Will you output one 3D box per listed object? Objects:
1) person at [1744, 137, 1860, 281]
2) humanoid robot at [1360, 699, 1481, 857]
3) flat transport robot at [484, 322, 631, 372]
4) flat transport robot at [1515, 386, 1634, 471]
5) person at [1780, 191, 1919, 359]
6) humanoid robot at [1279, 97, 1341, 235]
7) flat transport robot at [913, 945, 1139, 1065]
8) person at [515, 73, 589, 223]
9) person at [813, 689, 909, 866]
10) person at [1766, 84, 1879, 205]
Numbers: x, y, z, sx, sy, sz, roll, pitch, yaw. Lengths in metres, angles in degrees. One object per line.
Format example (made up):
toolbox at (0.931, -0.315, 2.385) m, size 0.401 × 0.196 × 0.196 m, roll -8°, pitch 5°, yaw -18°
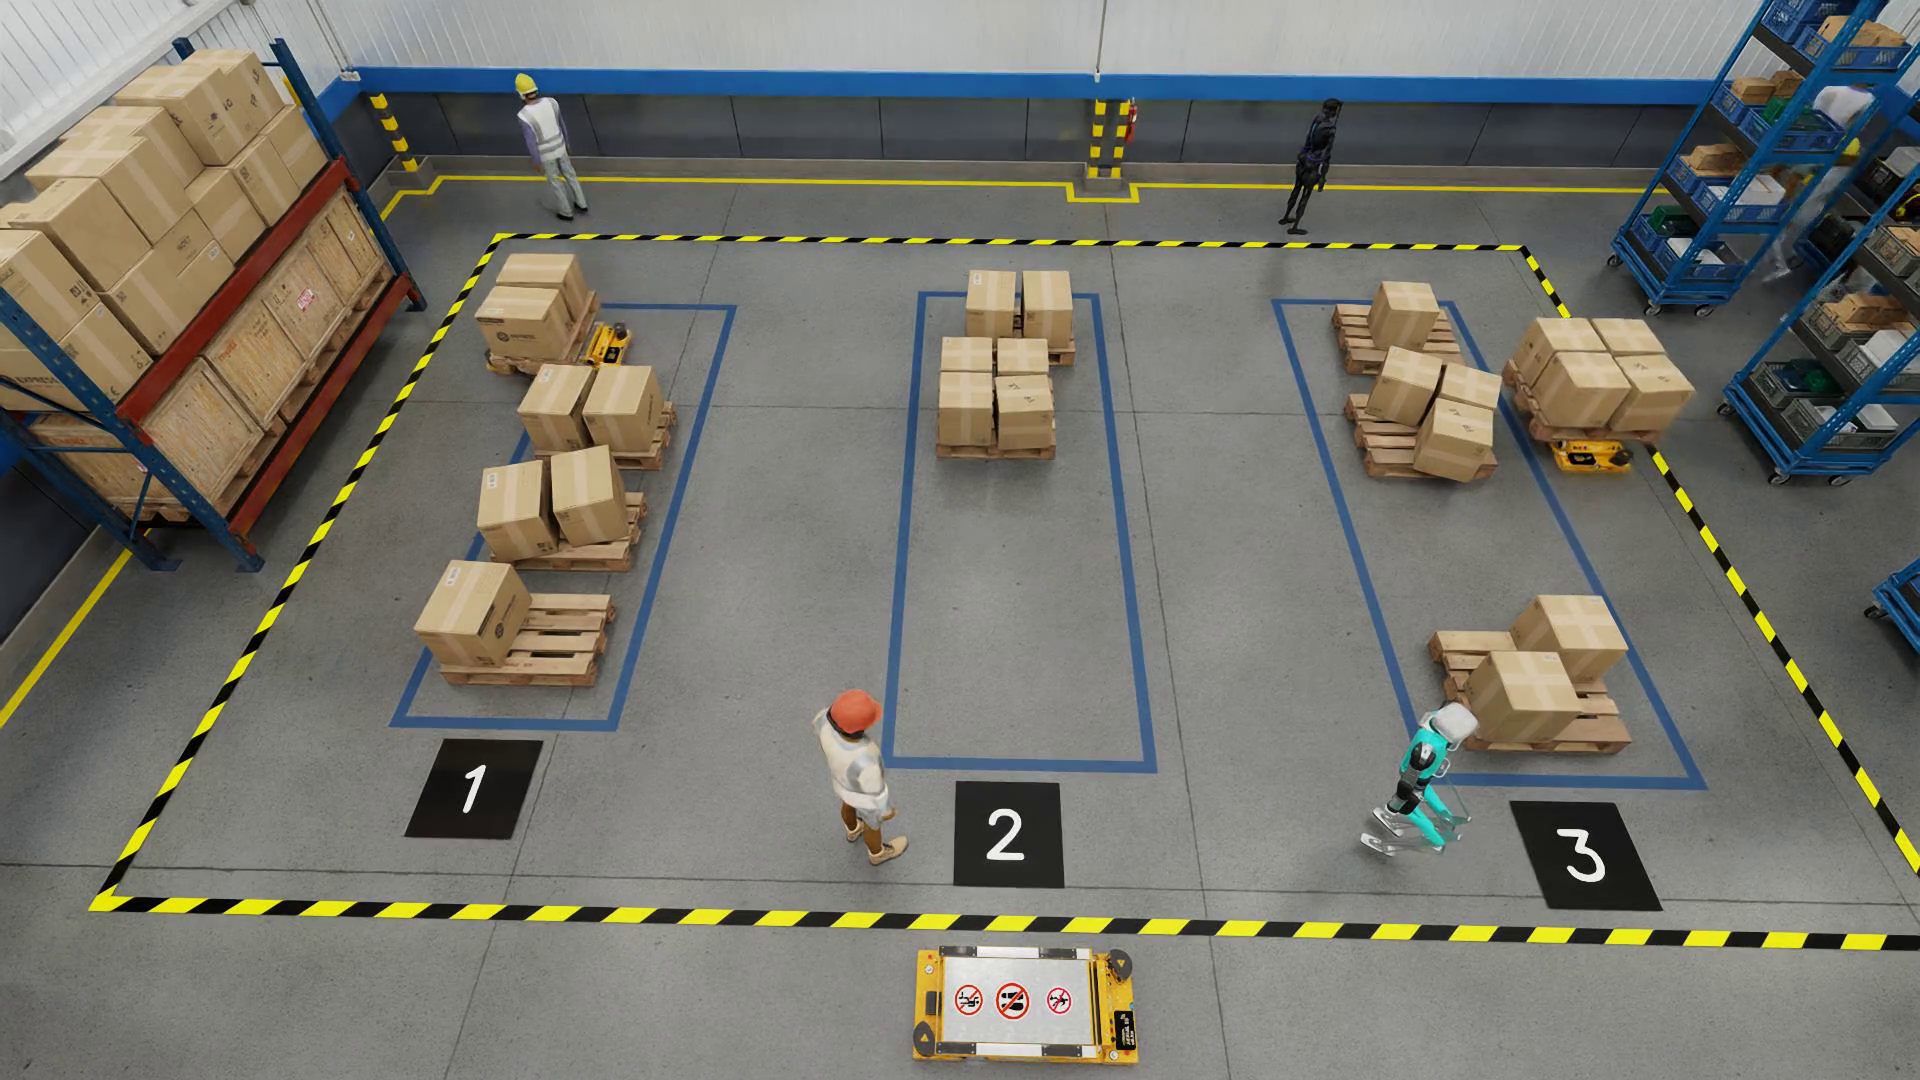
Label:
person at (9.806, -3.815, 10.652) m, size 0.490 × 1.729 × 0.537 m, roll -20°, pitch 54°, yaw -16°
humanoid robot at (3.164, 1.702, 6.067) m, size 0.735 × 1.673 × 0.533 m, roll 35°, pitch 59°, yaw 25°
flat transport robot at (-4.485, -2.164, 10.232) m, size 1.431 × 0.197 × 0.652 m, roll 1°, pitch 51°, yaw 1°
flat transport robot at (6.346, -1.297, 9.525) m, size 0.652 × 0.197 × 1.431 m, roll 1°, pitch 51°, yaw 1°
person at (9.621, -2.787, 9.754) m, size 0.526 × 1.821 × 0.939 m, roll 7°, pitch 51°, yaw 6°
humanoid robot at (4.352, -4.634, 11.344) m, size 0.315 × 1.658 × 0.599 m, roll -8°, pitch 51°, yaw -6°
flat transport robot at (0.422, 3.041, 6.007) m, size 1.431 × 0.231 × 0.659 m, roll 1°, pitch 51°, yaw 1°
person at (-5.129, -4.873, 11.449) m, size 0.404 × 1.829 × 0.599 m, roll 25°, pitch 55°, yaw 19°
person at (-0.643, 1.581, 6.060) m, size 0.387 × 2.033 × 0.604 m, roll -35°, pitch 59°, yaw -25°
person at (10.656, -4.988, 11.446) m, size 0.687 × 1.978 × 0.852 m, roll 31°, pitch 57°, yaw 23°
